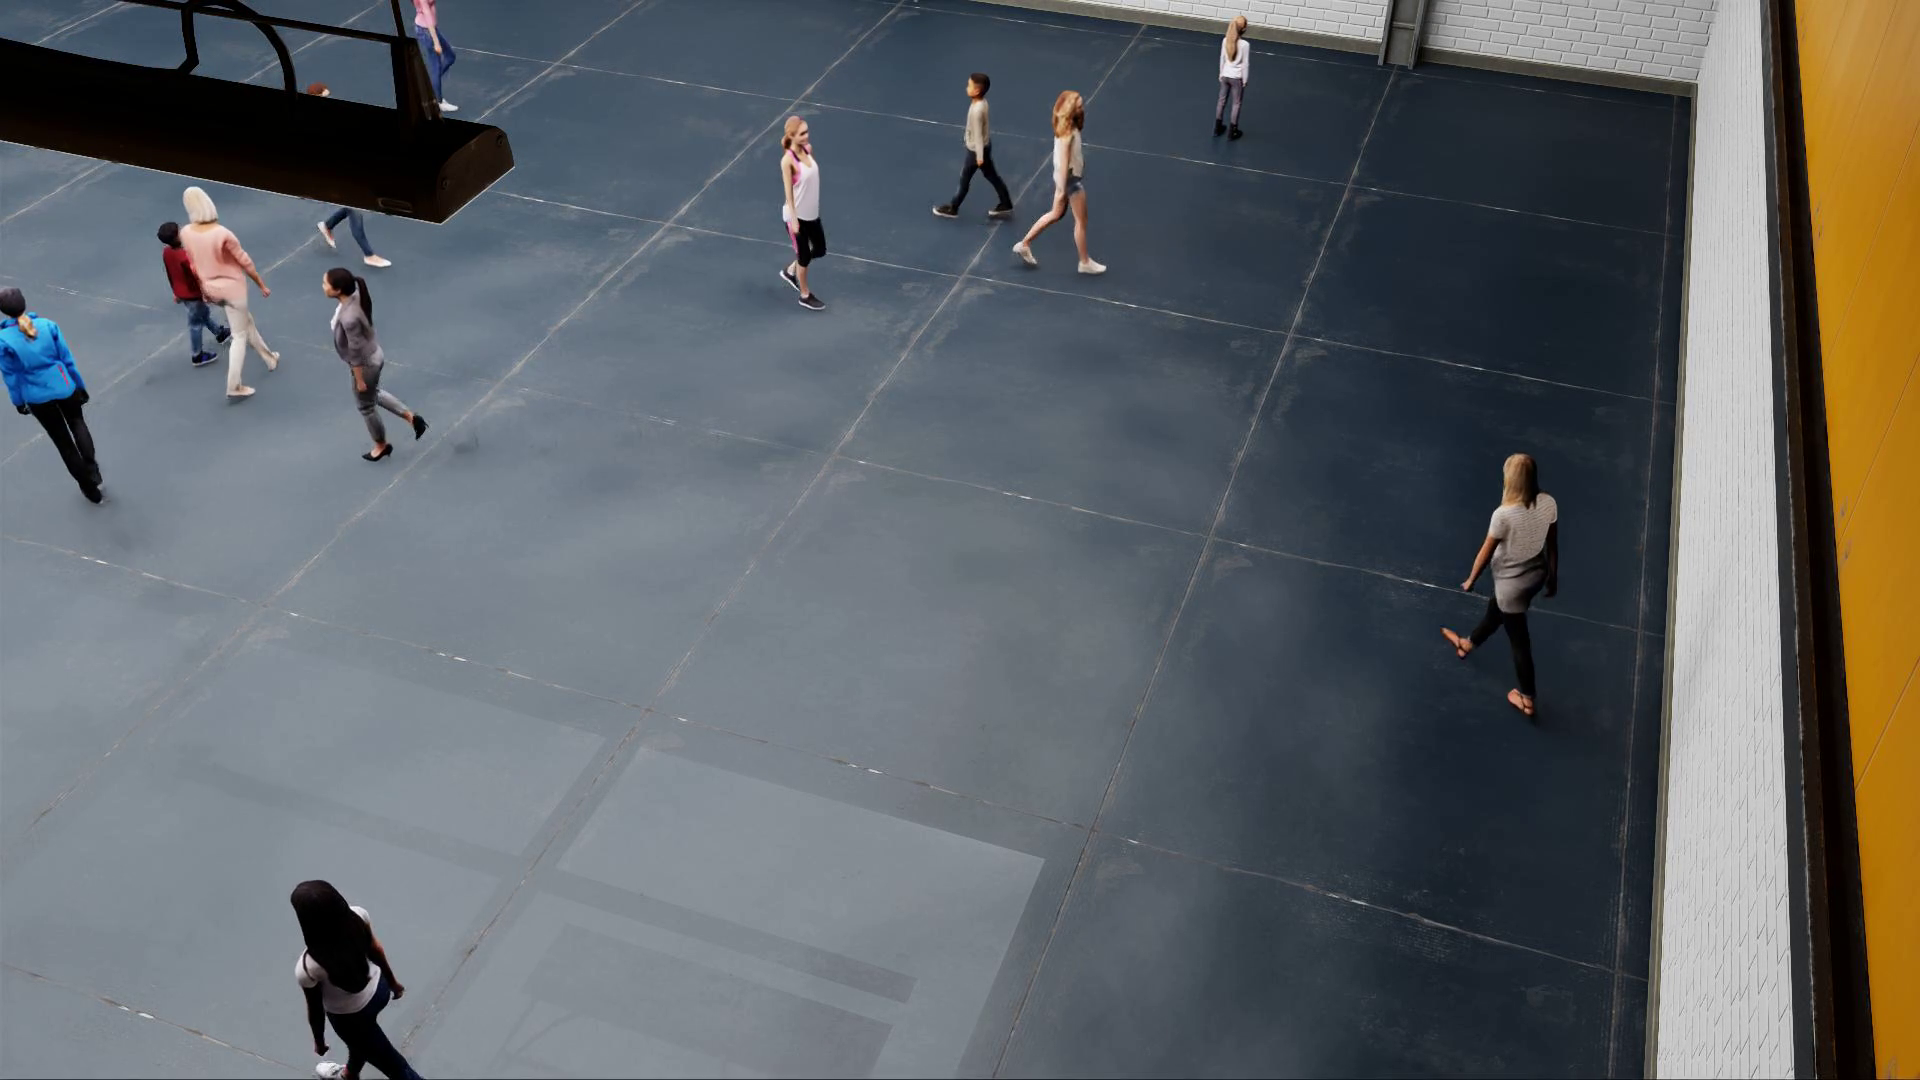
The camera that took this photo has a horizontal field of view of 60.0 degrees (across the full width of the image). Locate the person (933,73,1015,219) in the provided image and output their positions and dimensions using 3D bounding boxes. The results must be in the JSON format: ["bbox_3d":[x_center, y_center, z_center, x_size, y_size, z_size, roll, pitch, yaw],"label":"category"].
[{"bbox_3d":[0.248,-3.654,15.561,1.062,1.433,0.754,2,39,3],"label":"person"}]

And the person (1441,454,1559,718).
[{"bbox_3d":[3.527,0.340,10.298,1.078,1.761,1.154,-12,40,-15],"label":"person"}]

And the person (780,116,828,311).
[{"bbox_3d":[-1.424,-2.787,14.202,0.760,1.774,0.687,20,43,23],"label":"person"}]

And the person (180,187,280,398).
[{"bbox_3d":[-5.871,-1.933,13.200,0.975,1.690,0.883,13,40,16],"label":"person"}]

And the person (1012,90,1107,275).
[{"bbox_3d":[0.867,-3.152,14.693,1.150,1.732,0.859,-1,39,-1],"label":"person"}]

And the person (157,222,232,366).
[{"bbox_3d":[-6.365,-2.000,13.647,0.755,1.238,0.698,26,45,29],"label":"person"}]

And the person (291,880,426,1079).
[{"bbox_3d":[-2.760,2.278,7.898,1.162,1.726,0.641,11,40,14],"label":"person"}]

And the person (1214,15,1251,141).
[{"bbox_3d":[2.800,-4.746,17.053,0.517,1.277,0.606,29,47,31],"label":"person"}]

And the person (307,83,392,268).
[{"bbox_3d":[-5.584,-3.254,14.838,0.984,1.711,0.571,13,40,15],"label":"person"}]

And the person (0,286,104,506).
[{"bbox_3d":[-6.489,-0.991,11.941,0.757,1.790,0.796,-26,46,-29],"label":"person"}]

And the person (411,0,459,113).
[{"bbox_3d":[-5.634,-5.301,17.384,0.771,1.732,0.708,-5,39,-6],"label":"person"}]

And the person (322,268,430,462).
[{"bbox_3d":[-4.360,-1.303,12.432,0.894,1.664,0.799,-4,39,-5],"label":"person"}]
